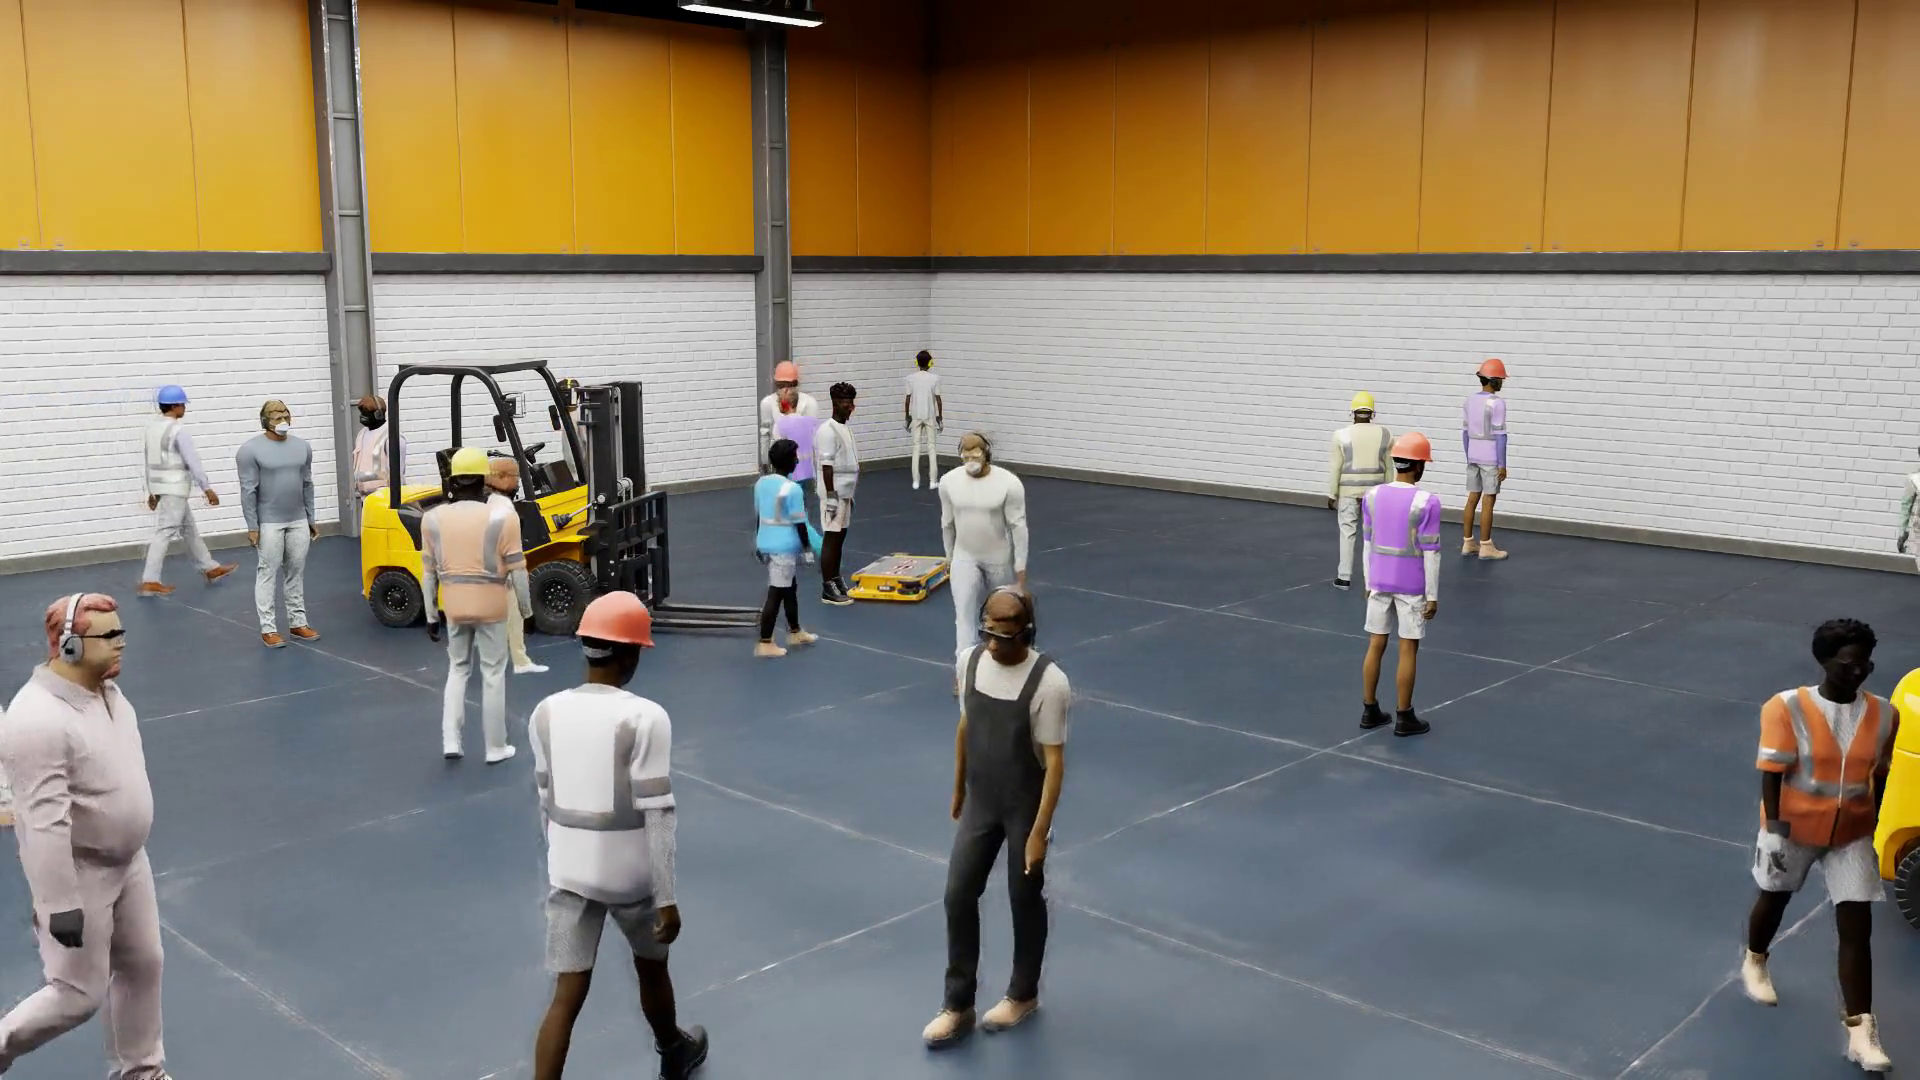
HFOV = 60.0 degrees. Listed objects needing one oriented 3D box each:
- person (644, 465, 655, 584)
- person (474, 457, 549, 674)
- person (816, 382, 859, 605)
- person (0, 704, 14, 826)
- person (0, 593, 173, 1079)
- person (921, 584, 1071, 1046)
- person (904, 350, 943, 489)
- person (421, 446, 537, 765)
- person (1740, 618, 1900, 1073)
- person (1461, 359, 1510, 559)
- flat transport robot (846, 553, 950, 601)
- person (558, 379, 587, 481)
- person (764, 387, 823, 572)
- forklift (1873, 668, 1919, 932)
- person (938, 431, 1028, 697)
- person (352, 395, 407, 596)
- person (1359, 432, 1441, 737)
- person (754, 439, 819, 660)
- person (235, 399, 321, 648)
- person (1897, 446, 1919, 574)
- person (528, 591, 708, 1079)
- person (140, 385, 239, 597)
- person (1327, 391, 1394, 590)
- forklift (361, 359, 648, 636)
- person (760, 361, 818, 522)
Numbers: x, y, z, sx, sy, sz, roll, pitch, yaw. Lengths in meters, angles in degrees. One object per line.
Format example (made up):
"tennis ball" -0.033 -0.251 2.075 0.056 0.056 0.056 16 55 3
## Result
"person" -3.224 -0.398 15.741 0.854 1.587 0.497 5 10 27
"person" -3.326 0.210 11.942 0.631 1.616 0.506 -4 10 -24
"person" -1.073 -0.419 14.723 0.373 1.960 0.601 2 9 13
"person" -5.310 0.656 8.605 0.623 1.812 0.892 9 13 43
"person" -3.018 1.106 5.615 0.723 1.881 0.653 0 9 -1
"person" 0.122 1.039 6.265 0.592 1.801 0.700 7 11 36
"person" -0.487 -1.613 22.345 0.535 1.863 0.309 1 9 7
"person" -2.836 0.399 9.827 0.608 1.920 0.441 1 9 7
"person" 3.290 1.101 6.368 0.533 1.651 0.889 1 9 6
"person" 5.375 -0.824 16.957 0.377 2.044 0.608 -4 10 -21
"flat transport robot" -0.510 0.329 15.307 0.652 0.197 1.431 2 10 15
"person" -3.828 -0.669 16.579 0.330 1.859 0.512 -6 11 -33
"person" -1.570 -0.593 16.270 0.867 1.814 0.574 5 11 30
"forklift" 5.205 0.723 7.013 2.313 2.155 1.214 9 13 43
"person" 0.189 0.110 11.892 0.653 1.851 1.181 2 10 13
"person" -5.188 -0.381 14.902 0.623 1.835 0.430 8 12 39
"person" 2.807 0.279 10.554 0.380 1.930 0.541 -9 13 -44
"person" -1.269 0.060 12.666 0.749 1.662 0.548 -7 12 -38
"person" -5.328 -0.136 13.062 0.372 1.940 0.632 6 11 33
"person" 7.816 -0.015 13.298 0.490 1.610 0.532 -9 13 -43
"person" -1.189 1.112 5.629 0.580 1.871 1.035 3 10 18
"person" -7.113 -0.465 15.192 0.626 1.890 1.015 8 12 40
"person" 3.675 -0.450 15.305 0.603 1.830 0.402 -1 9 -3
"forklift" -3.850 -0.407 13.936 2.313 2.155 1.214 2 9 11
"person" -1.787 -0.895 17.501 0.629 2.010 0.730 0 9 3
